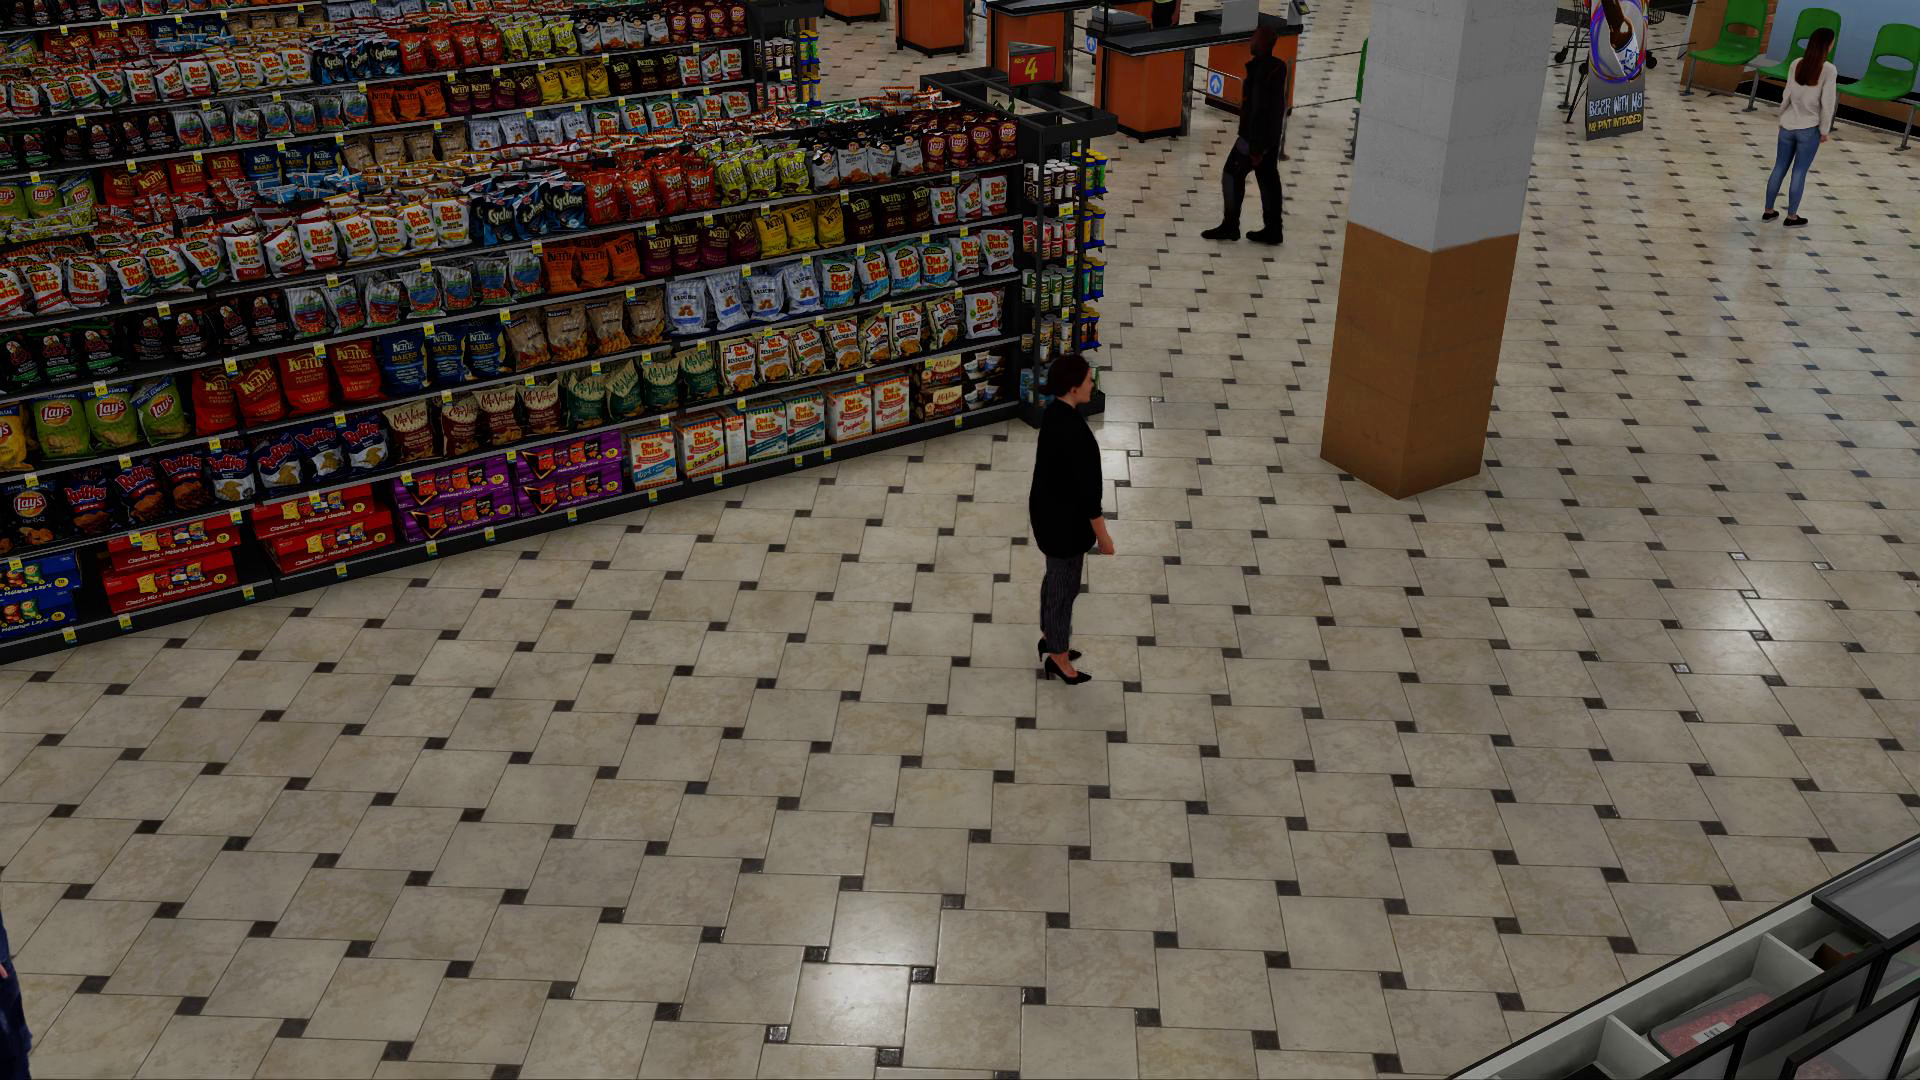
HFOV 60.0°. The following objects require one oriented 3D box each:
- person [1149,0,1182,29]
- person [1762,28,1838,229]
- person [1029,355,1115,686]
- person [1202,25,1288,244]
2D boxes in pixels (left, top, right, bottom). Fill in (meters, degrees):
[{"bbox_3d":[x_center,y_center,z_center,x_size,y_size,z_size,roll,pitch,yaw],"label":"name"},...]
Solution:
[{"bbox_3d":[2.317,-5.911,18.600,0.524,1.754,0.583,-19,34,-31],"label":"person"},{"bbox_3d":[7.265,-3.555,14.349,0.536,1.691,0.610,-16,33,-27],"label":"person"},{"bbox_3d":[0.464,-0.071,7.943,0.700,1.716,0.722,-6,29,-11],"label":"person"},{"bbox_3d":[2.587,-3.327,13.815,1.041,1.804,1.008,13,31,22],"label":"person"}]
